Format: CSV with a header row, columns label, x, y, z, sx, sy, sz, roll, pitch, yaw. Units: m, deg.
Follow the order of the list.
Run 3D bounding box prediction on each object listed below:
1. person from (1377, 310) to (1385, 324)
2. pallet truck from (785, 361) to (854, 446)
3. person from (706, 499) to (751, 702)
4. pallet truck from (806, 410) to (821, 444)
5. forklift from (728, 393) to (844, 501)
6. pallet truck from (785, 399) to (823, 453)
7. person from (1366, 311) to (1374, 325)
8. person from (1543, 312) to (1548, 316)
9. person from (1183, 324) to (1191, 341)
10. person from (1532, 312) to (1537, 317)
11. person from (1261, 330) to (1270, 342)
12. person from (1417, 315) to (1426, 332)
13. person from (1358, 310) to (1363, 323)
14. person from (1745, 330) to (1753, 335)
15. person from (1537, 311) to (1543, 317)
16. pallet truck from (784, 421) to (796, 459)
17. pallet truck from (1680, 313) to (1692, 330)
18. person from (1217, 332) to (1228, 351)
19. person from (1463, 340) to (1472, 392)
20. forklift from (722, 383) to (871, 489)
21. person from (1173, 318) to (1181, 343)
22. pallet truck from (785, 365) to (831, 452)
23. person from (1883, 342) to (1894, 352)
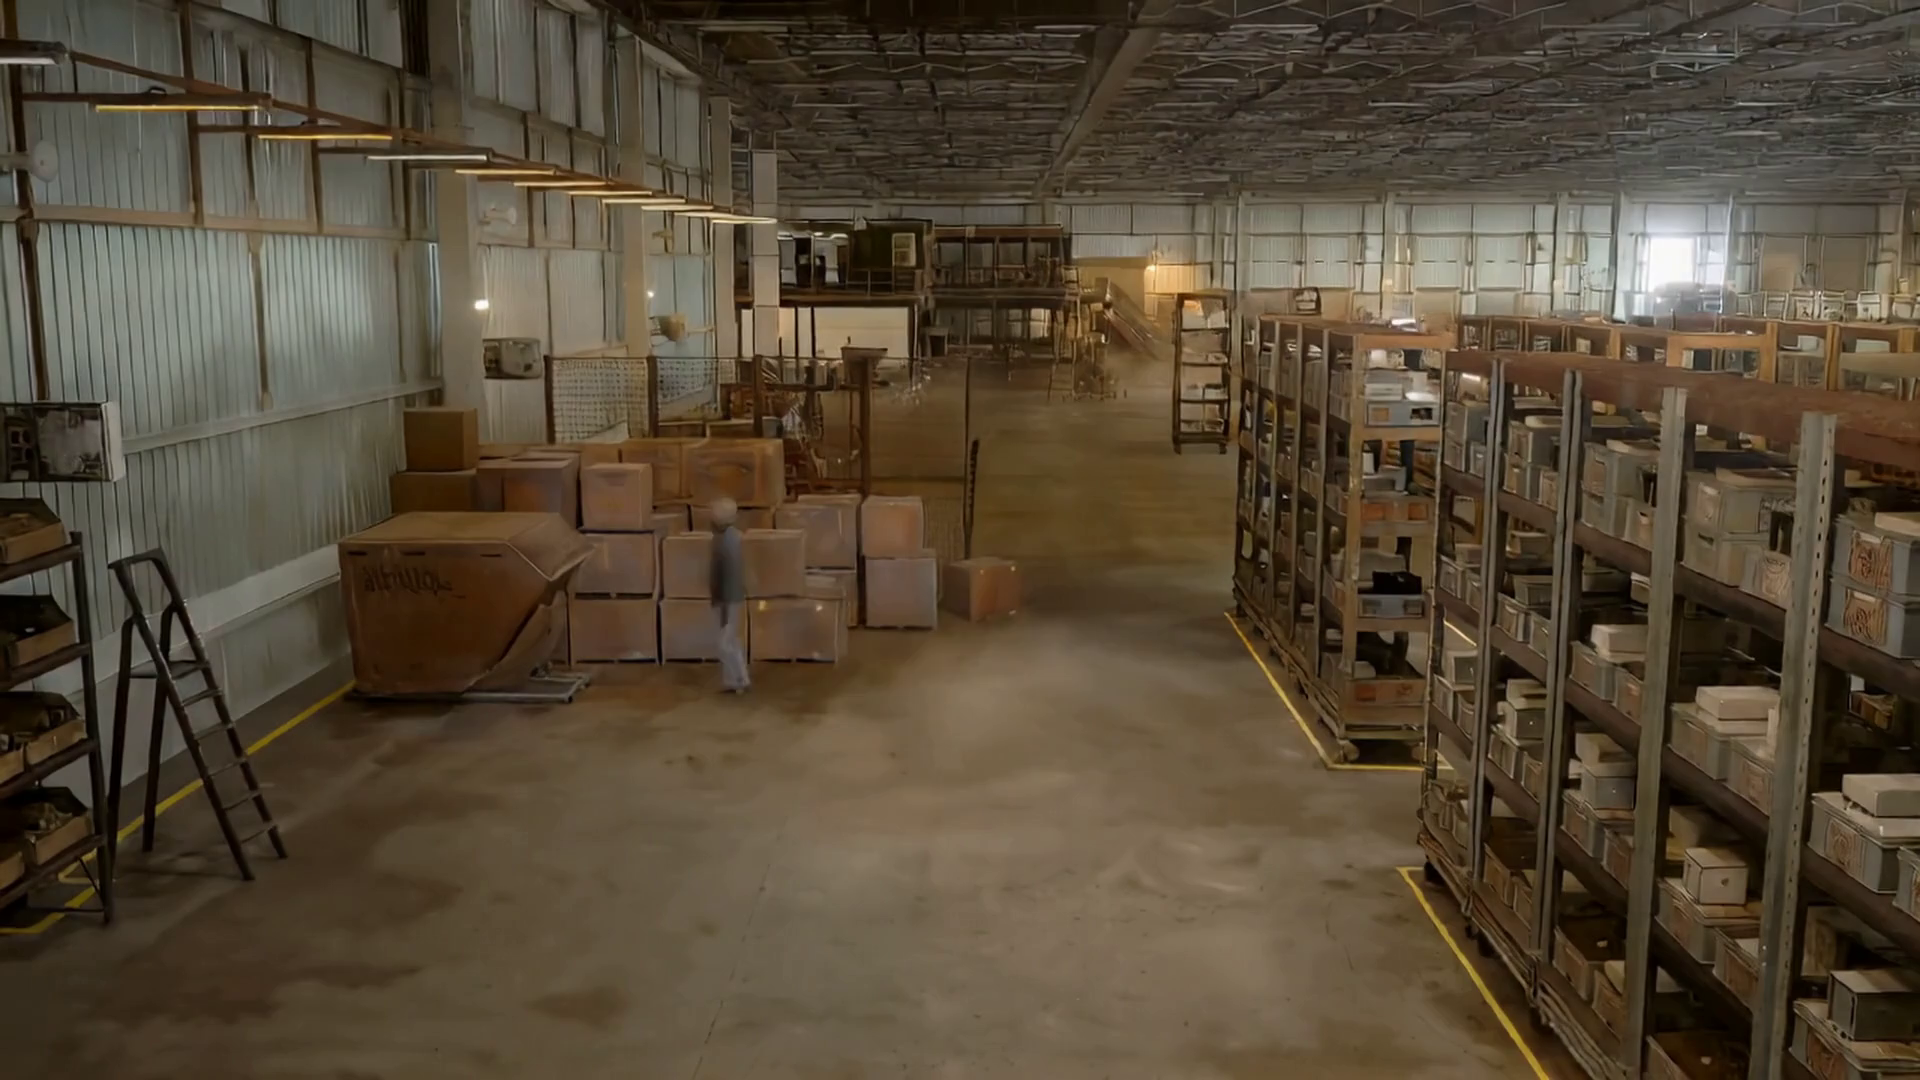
label,x,y,z,sx,sy,sz,roll,pitch,yaw
person,24.225,-12.298,95.626,0.429,1.844,0.627,-1,9,-3
pallet truck,-3.410,-3.193,38.978,1.885,1.965,0.823,0,9,-1
person,-2.223,0.572,15.971,0.405,1.974,0.669,-2,10,-15
pallet truck,-3.559,-2.018,33.905,1.522,1.261,0.704,0,9,-1
forklift,-2.979,-1.316,26.476,2.680,1.987,1.157,0,9,1
pallet truck,-3.814,-2.432,36.419,1.630,1.274,0.653,0,9,1
person,22.183,-11.432,90.047,0.597,1.916,0.371,-8,12,-39
person,31.100,-11.266,89.134,0.784,1.889,0.619,2,10,14
person,13.282,-12.582,97.211,0.603,1.884,0.845,5,10,26
person,30.843,-11.267,89.056,0.569,1.919,0.526,7,12,38
person,13.417,-8.723,73.353,0.487,1.908,0.576,-2,9,-13
person,23.324,-10.429,83.992,0.978,1.883,0.603,-2,9,-11
person,22.696,-12.071,94.167,0.387,1.855,0.556,5,11,29
person,34.635,-8.759,73.174,0.538,2.000,0.687,-1,9,-9
person,32.089,-11.780,92.298,0.575,1.883,0.355,9,13,43
pallet truck,-4.013,-1.793,32.705,1.601,1.201,0.680,0,9,1
pallet truck,36.315,-10.531,84.244,0.823,1.965,1.885,-6,11,-33
person,12.281,-9.413,77.760,0.598,1.870,0.996,-1,9,-3
person,17.027,-5.840,55.950,0.920,1.793,0.606,-1,9,-6
forklift,-2.893,-1.687,28.729,2.680,1.987,1.157,0,9,-1
person,10.528,-9.830,80.385,0.505,1.847,0.349,-6,11,-34
pallet truck,-3.774,-2.976,37.635,1.885,1.965,0.823,1,9,5
person,33.820,-6.542,60.561,0.317,1.695,0.540,0,9,1
